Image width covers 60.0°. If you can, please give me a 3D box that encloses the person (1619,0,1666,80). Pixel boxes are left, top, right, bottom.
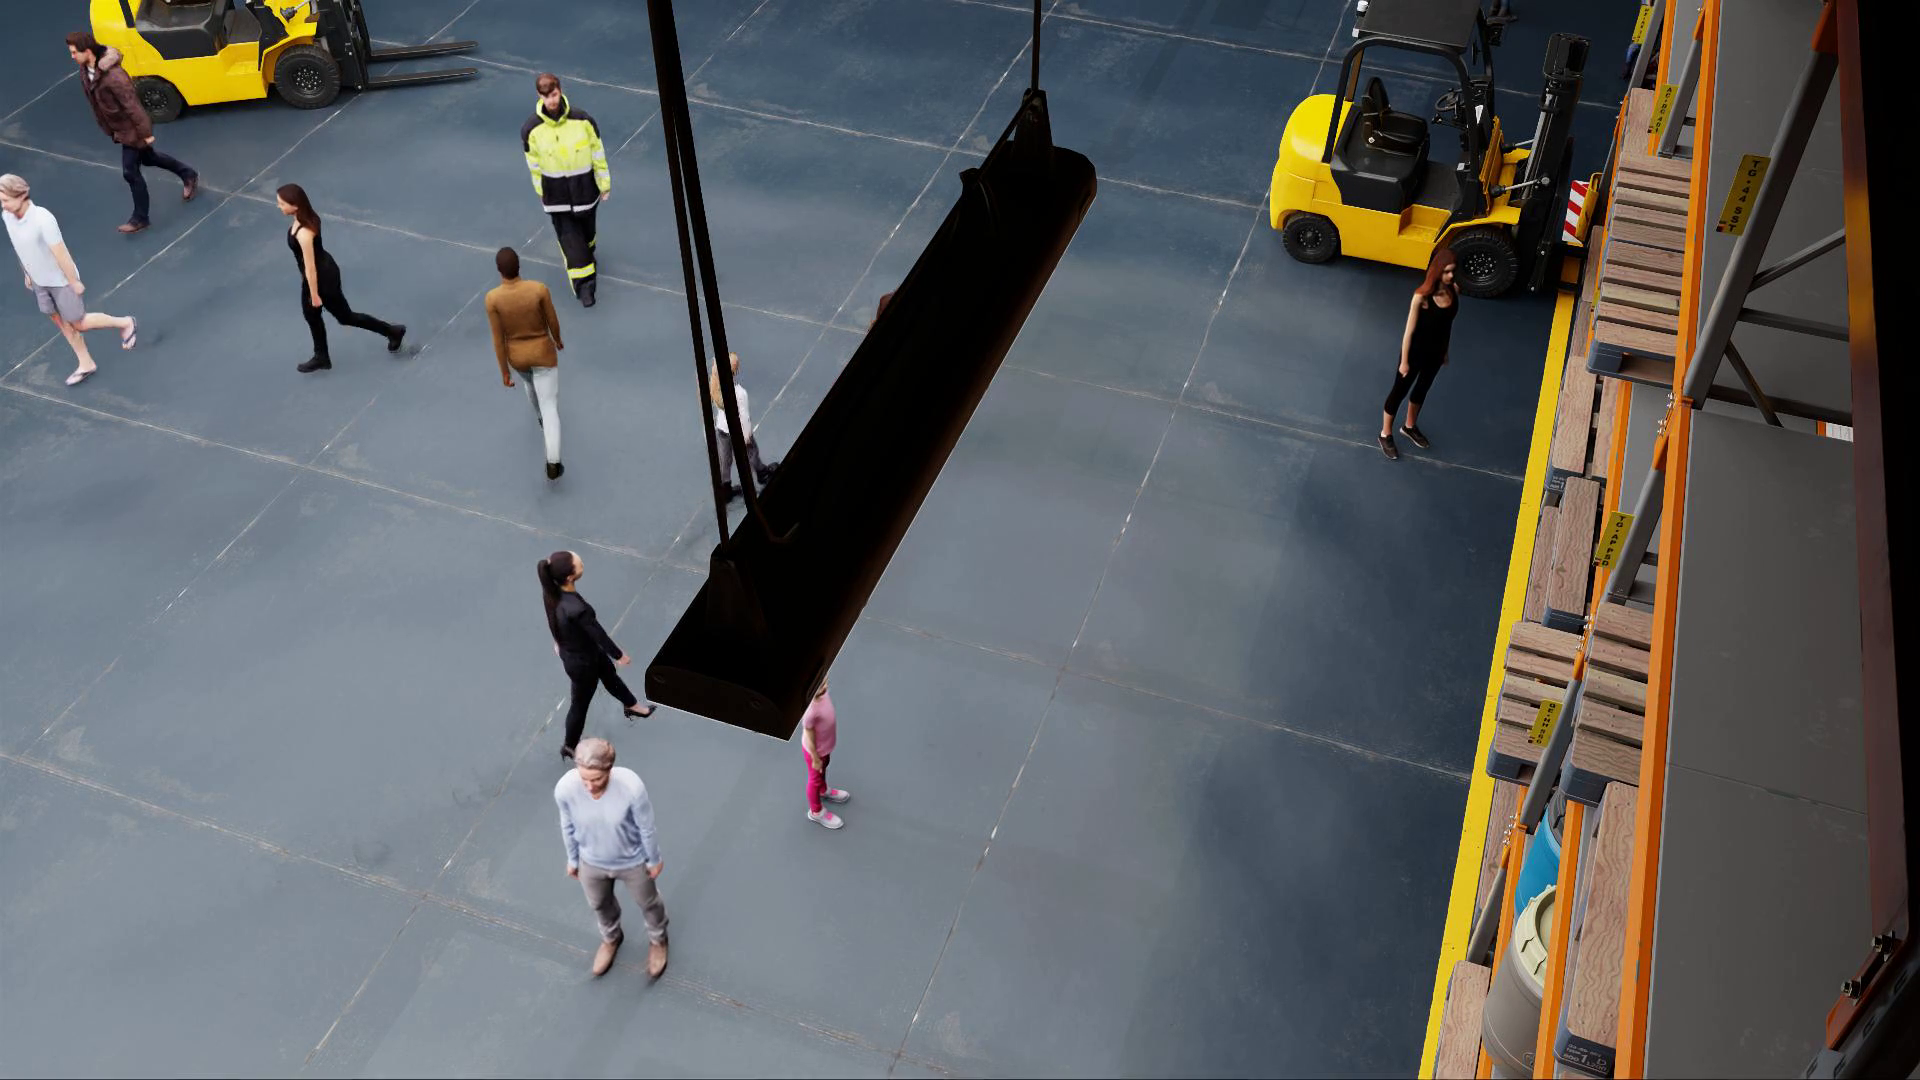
[{"bbox_3d":[6.930,-5.326,16.412,0.752,1.609,0.786,-25,49,-24],"label":"person"}]

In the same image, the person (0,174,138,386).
[{"bbox_3d":[-6.907,-2.068,12.843,0.720,1.815,0.936,20,47,20],"label":"person"}]

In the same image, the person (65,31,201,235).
[{"bbox_3d":[-7.163,-3.631,14.497,1.019,1.797,1.295,26,49,24],"label":"person"}]

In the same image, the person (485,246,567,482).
[{"bbox_3d":[-3.075,-1.256,12.021,1.030,1.774,1.333,-6,44,-6],"label":"person"}]

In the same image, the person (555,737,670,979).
[{"bbox_3d":[-1.845,1.665,8.872,0.725,1.888,0.672,3,44,3],"label":"person"}]

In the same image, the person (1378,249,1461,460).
[{"bbox_3d":[3.392,-1.384,12.189,0.645,1.726,0.703,-17,46,-17],"label":"person"}]

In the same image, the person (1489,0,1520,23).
[{"bbox_3d":[5.824,-6.116,17.453,0.652,1.317,0.566,-11,45,-11],"label":"person"}]

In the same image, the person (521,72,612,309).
[{"bbox_3d":[-3.211,-2.977,13.710,1.269,1.935,1.340,-17,46,-17],"label":"person"}]

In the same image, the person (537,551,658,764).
[{"bbox_3d":[-2.341,0.759,9.975,1.009,1.678,0.895,-24,49,-23],"label":"person"}]

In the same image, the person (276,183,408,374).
[{"bbox_3d":[-4.872,-2.030,12.917,1.110,1.659,1.109,-14,45,-15],"label":"person"}]

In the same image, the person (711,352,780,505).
[{"bbox_3d":[-1.655,-0.778,11.892,0.620,1.259,0.827,25,49,24],"label":"person"}]

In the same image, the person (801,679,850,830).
[{"bbox_3d":[-0.843,1.186,9.822,0.579,1.271,0.494,7,44,7],"label":"person"}]
